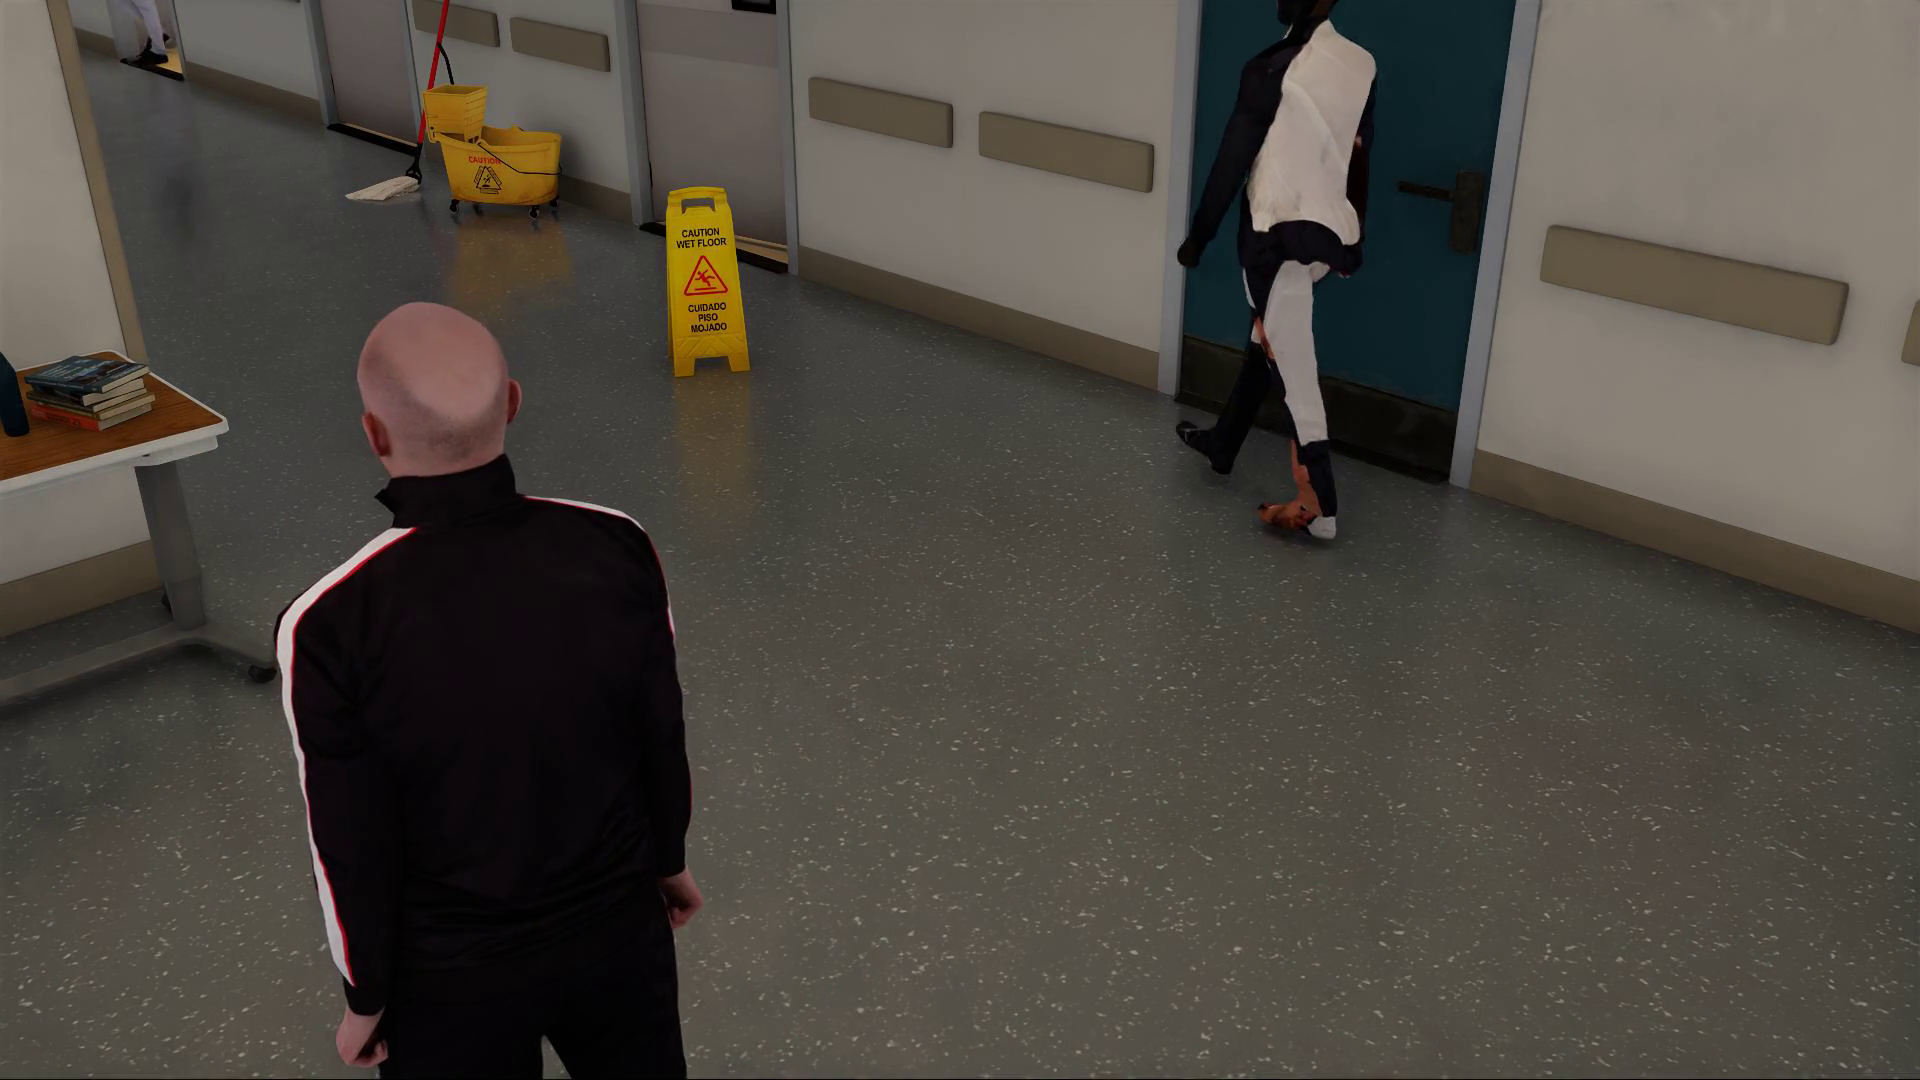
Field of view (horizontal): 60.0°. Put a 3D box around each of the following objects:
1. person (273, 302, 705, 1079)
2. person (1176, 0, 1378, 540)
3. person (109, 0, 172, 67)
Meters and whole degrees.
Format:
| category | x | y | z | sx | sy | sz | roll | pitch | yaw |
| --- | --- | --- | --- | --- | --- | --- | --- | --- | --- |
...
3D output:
| category | x | y | z | sx | sy | sz | roll | pitch | yaw |
| --- | --- | --- | --- | --- | --- | --- | --- | --- | --- |
| person | -0.582 | 0.571 | 2.260 | 0.704 | 1.834 | 0.603 | -19 | 32 | -34 |
| person | 1.119 | -0.892 | 5.277 | 0.758 | 1.850 | 1.100 | -21 | 33 | -37 |
| person | -6.589 | -4.762 | 13.333 | 0.834 | 1.823 | 0.657 | -18 | 31 | -32 |
